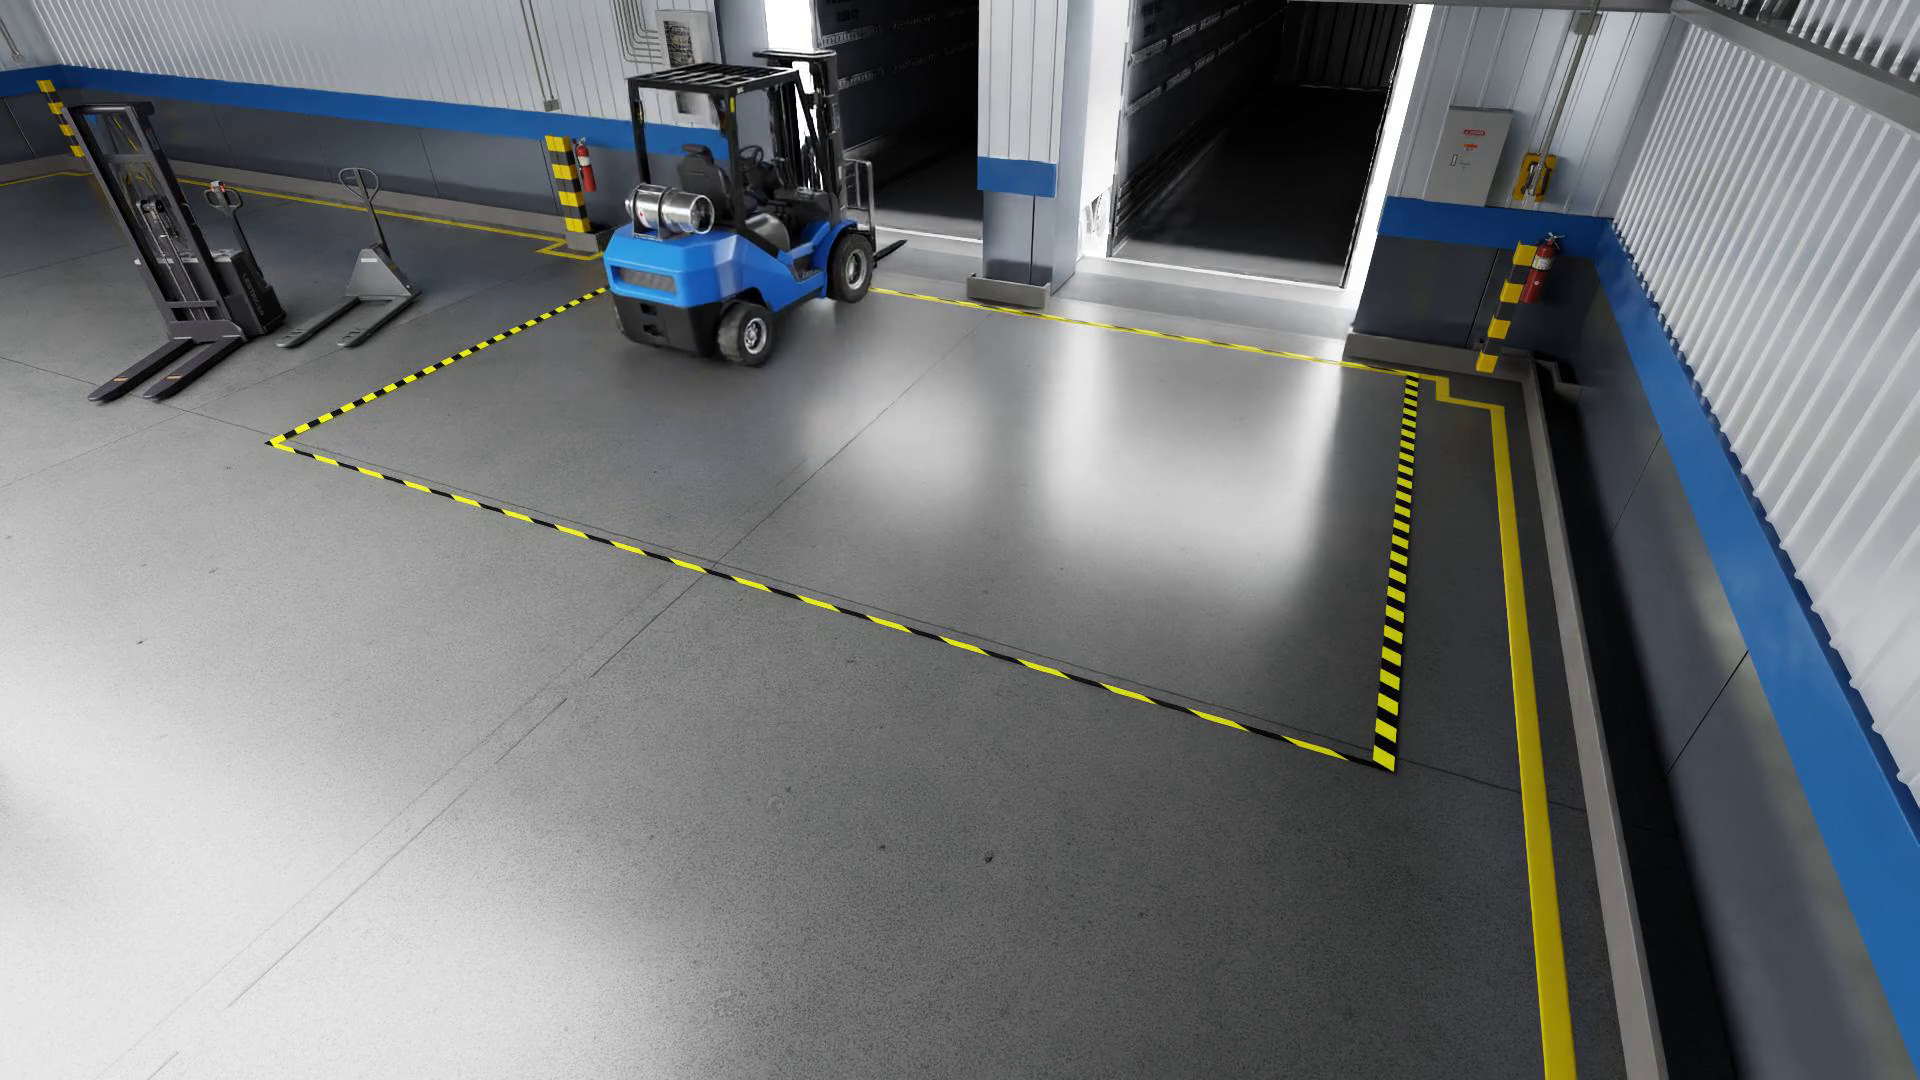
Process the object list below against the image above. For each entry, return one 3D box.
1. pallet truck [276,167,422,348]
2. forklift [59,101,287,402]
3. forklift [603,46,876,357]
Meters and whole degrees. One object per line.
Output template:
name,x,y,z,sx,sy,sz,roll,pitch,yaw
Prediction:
pallet truck,-5.732,-2.611,8.414,0.680,1.201,1.601,-1,35,-1
forklift,-6.686,-2.387,7.434,0.823,1.965,1.885,-3,35,-5
forklift,-1.940,-3.071,8.098,1.157,2.036,2.680,16,38,21
